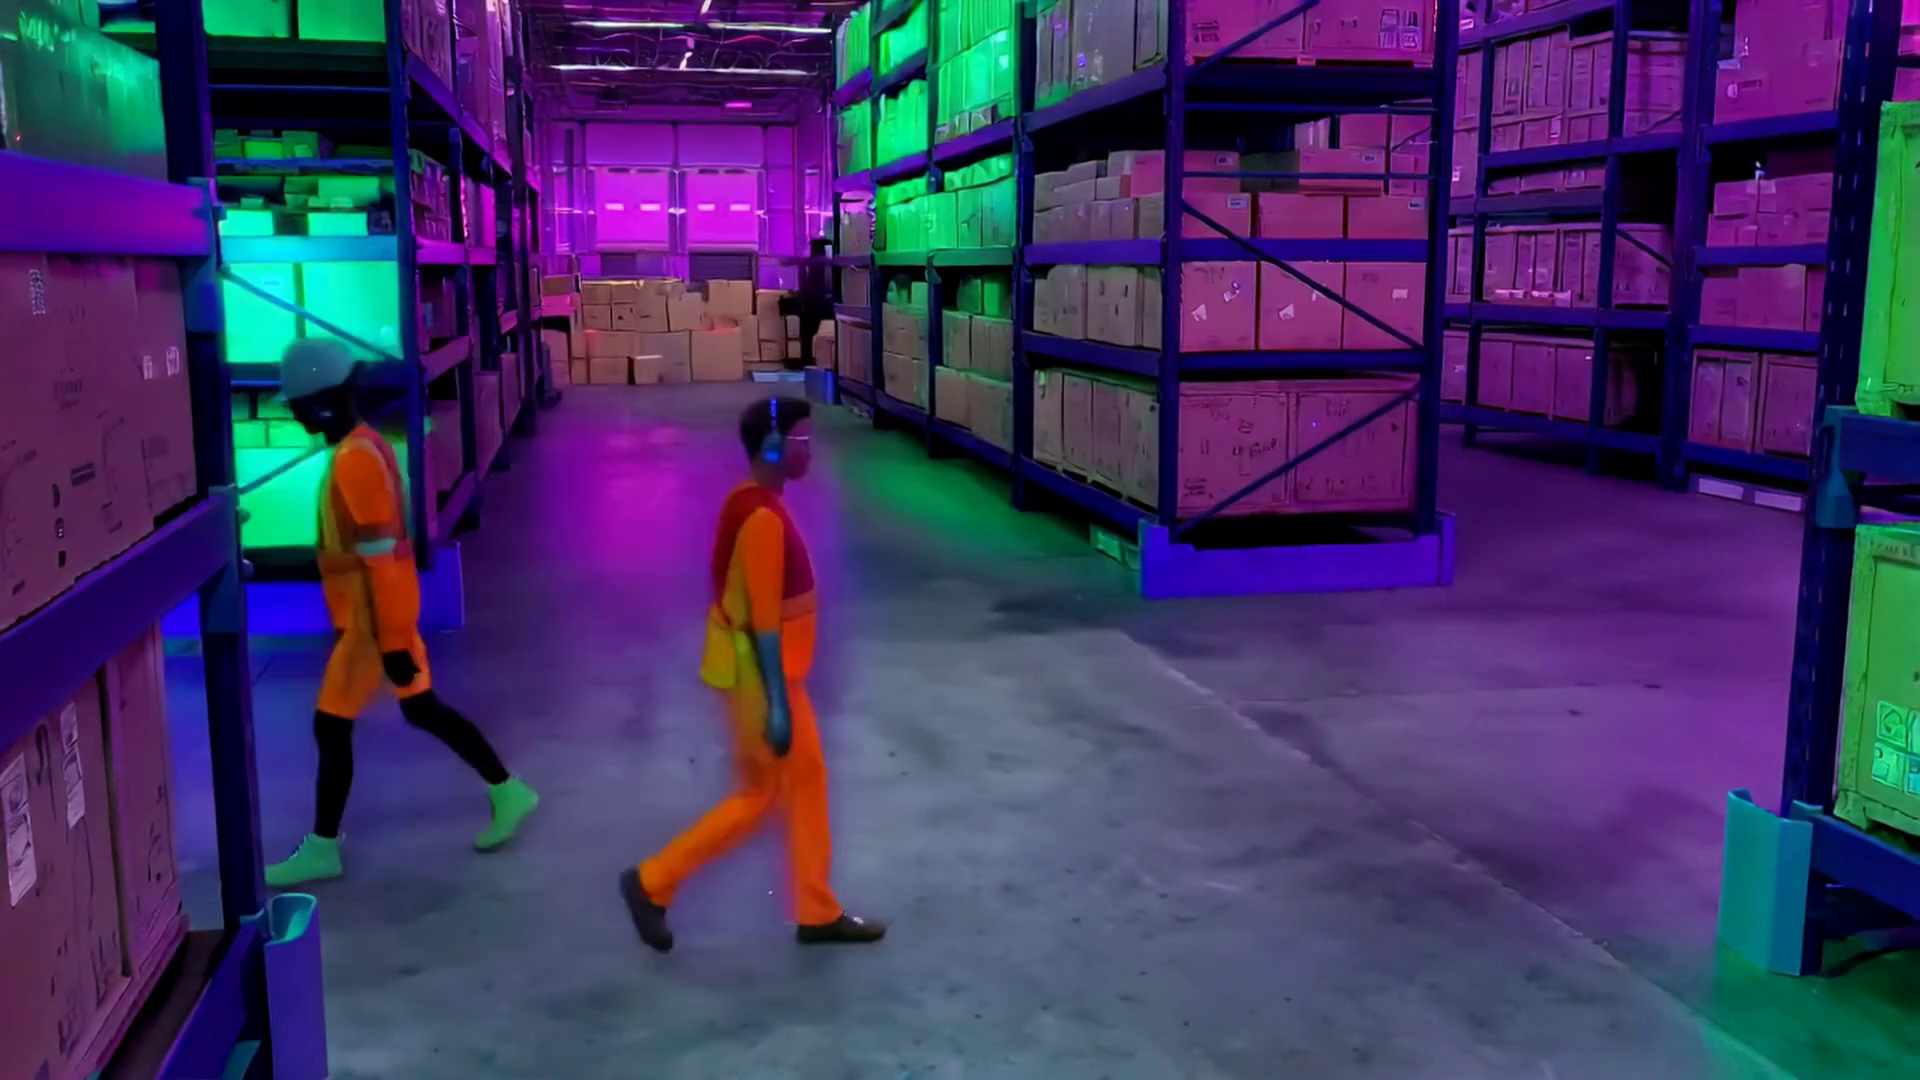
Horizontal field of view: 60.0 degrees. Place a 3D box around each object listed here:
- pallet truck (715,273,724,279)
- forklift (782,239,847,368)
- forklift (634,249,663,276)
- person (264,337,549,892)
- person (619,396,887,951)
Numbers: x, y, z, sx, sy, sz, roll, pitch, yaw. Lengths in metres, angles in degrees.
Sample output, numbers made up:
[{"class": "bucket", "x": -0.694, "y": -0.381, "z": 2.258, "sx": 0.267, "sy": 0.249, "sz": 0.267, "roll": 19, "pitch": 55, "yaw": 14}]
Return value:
[{"class": "pallet truck", "x": -8.580, "y": -8.986, "z": 62.280, "sx": 1.885, "sy": 1.965, "sz": 0.823, "roll": 1, "pitch": 9, "yaw": 5}, {"class": "forklift", "x": -2.797, "y": -5.110, "z": 35.969, "sx": 1.873, "sy": 2.768, "sz": 1.129, "roll": 7, "pitch": 12, "yaw": 37}, {"class": "forklift", "x": -10.535, "y": -8.469, "z": 56.446, "sx": 1.129, "sy": 2.768, "sz": 1.873, "roll": -8, "pitch": 12, "yaw": -39}, {"class": "person", "x": -2.039, "y": 0.256, "z": 6.007, "sx": 1.029, "sy": 1.993, "sz": 0.643, "roll": -3, "pitch": 10, "yaw": -17}, {"class": "person", "x": -0.666, "y": 0.448, "z": 5.317, "sx": 0.783, "sy": 1.824, "sz": 0.581, "roll": -1, "pitch": 9, "yaw": -4}]
